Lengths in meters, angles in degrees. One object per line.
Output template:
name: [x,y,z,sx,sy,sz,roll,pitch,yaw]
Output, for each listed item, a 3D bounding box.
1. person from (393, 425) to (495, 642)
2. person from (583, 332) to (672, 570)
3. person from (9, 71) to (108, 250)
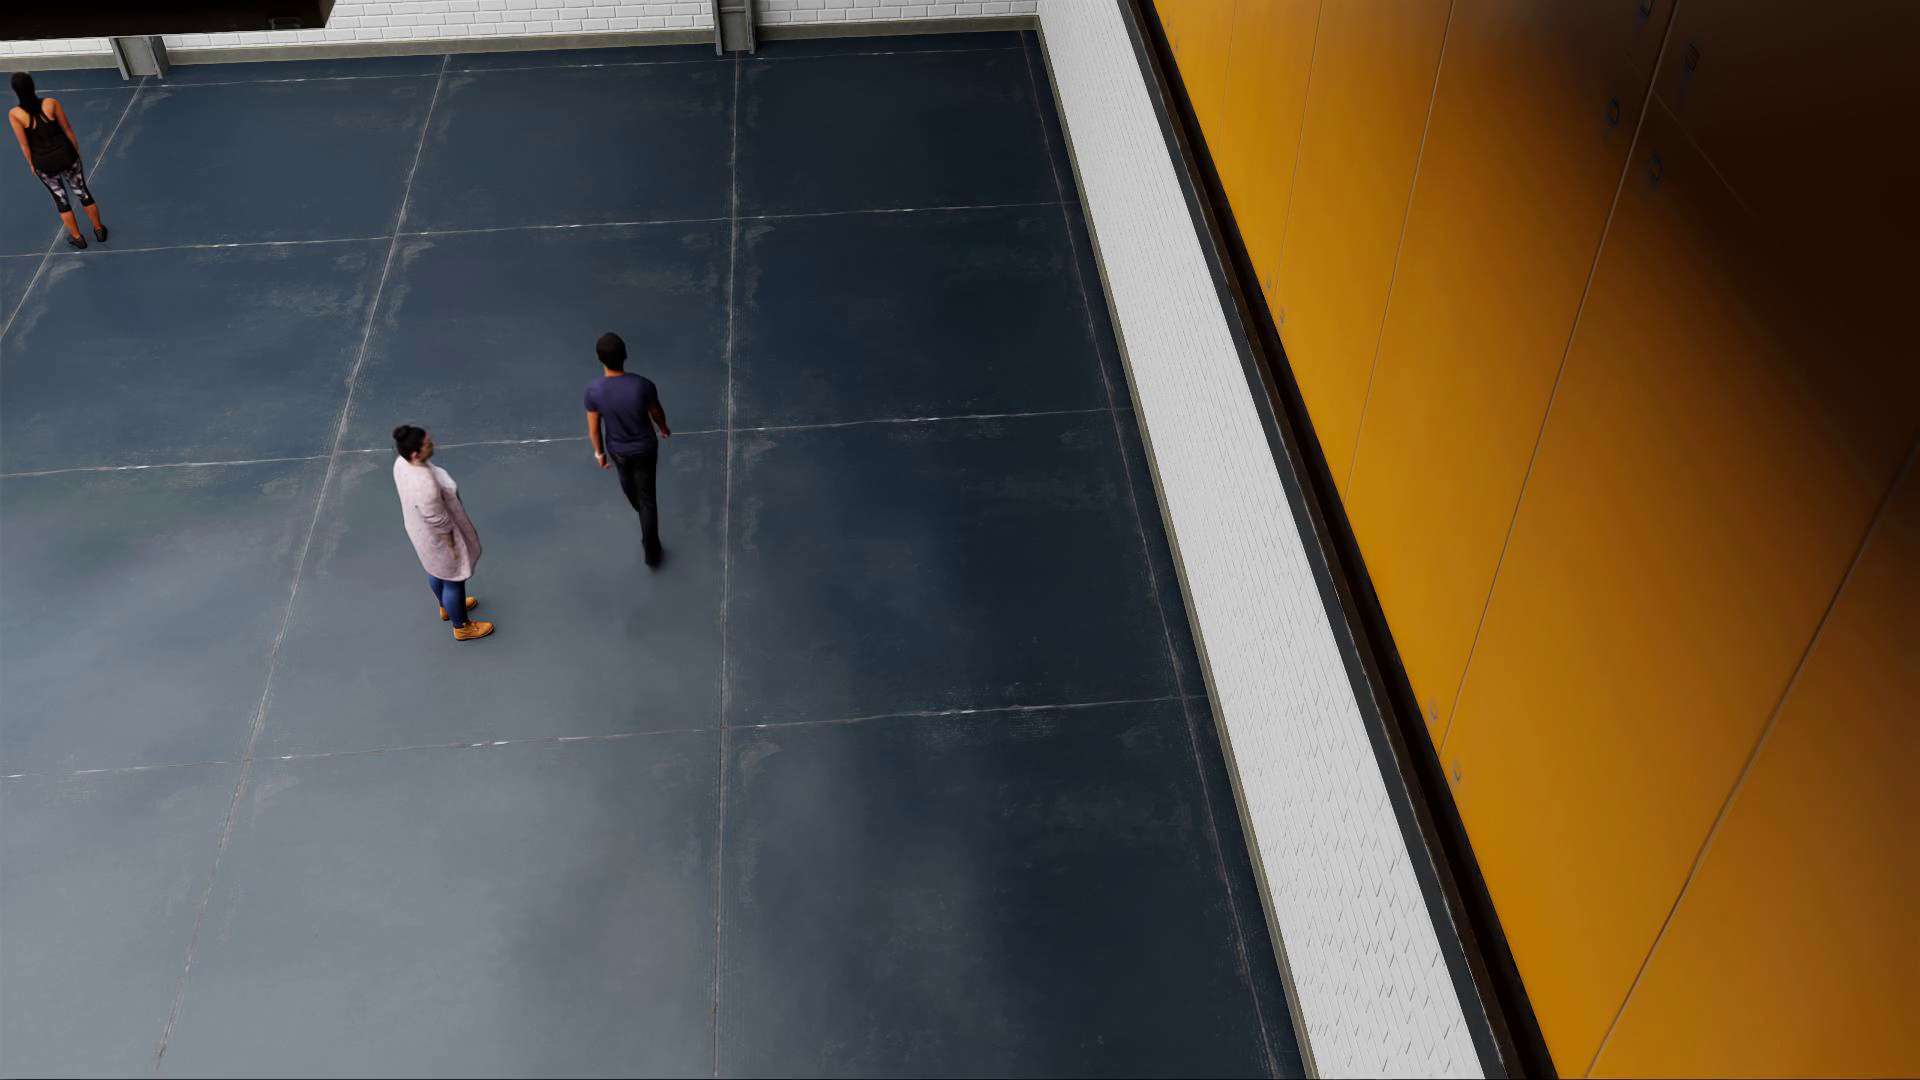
person: [-3.398,-0.068,10.791,0.794,1.743,0.788,-24,49,-23]
person: [-2.231,-0.558,11.304,0.995,1.745,0.725,-3,44,-4]
person: [-7.731,-3.257,14.207,0.631,1.649,0.725,-29,51,-27]
